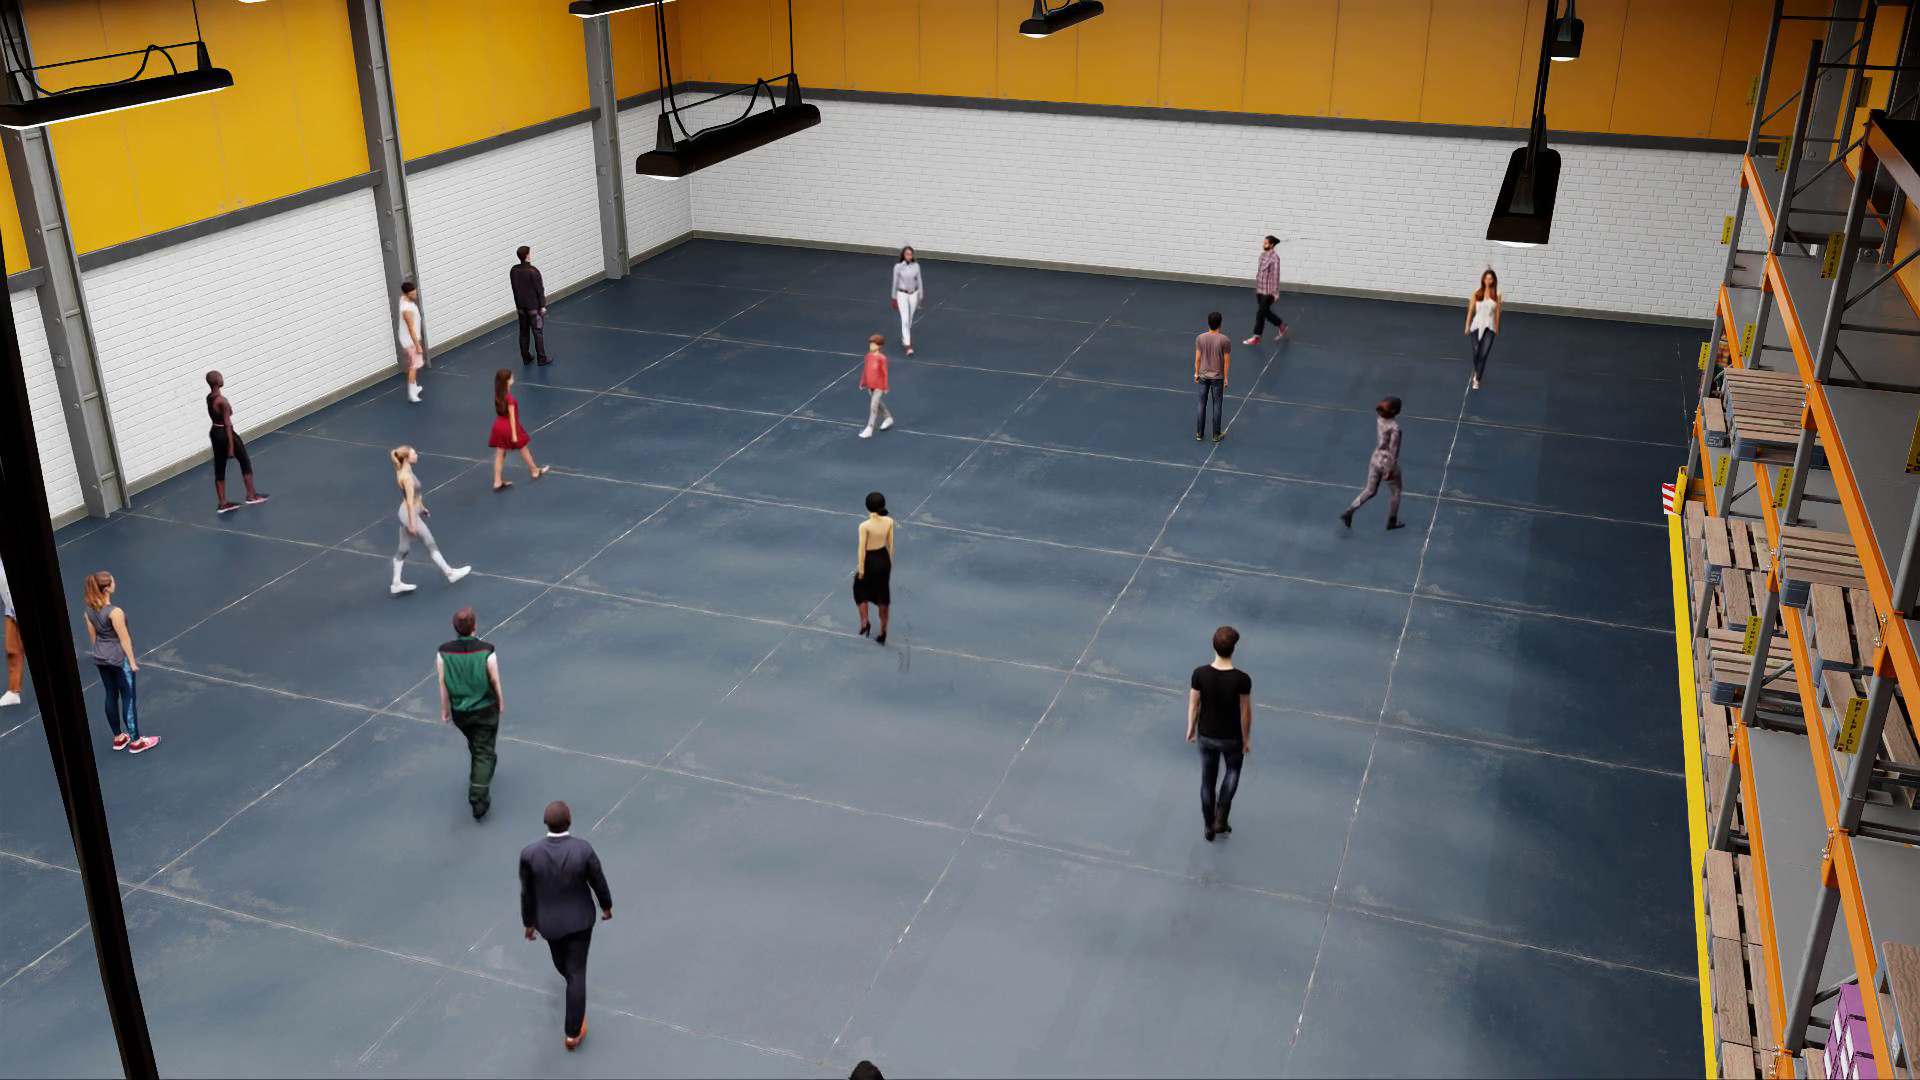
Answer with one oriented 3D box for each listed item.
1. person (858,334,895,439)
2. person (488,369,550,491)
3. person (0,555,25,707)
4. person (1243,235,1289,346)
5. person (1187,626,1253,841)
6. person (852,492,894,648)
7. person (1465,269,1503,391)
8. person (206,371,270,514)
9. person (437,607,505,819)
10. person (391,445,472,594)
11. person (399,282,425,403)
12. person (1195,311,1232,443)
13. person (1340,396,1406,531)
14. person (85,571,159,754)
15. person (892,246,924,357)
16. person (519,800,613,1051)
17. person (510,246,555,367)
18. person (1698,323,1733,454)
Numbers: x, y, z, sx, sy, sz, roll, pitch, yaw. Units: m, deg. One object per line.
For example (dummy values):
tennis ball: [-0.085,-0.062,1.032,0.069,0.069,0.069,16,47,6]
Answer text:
person: [-1.102,-2.122,22.658,1.014,1.386,0.789,-22,32,-40]
person: [-5.702,-1.352,20.740,0.795,1.510,1.088,19,30,37]
person: [-8.824,0.641,15.832,0.796,1.791,1.081,4,24,10]
person: [4.952,-3.976,26.449,1.145,1.745,1.134,-7,25,-15]
person: [2.090,1.623,13.460,0.696,1.890,0.657,8,25,17]
person: [-0.811,0.320,16.755,0.763,1.640,0.822,-14,27,-29]
person: [7.695,-3.108,24.473,0.621,1.739,1.075,9,25,20]
person: [-8.940,-1.161,20.015,0.686,1.742,0.910,13,27,27]
person: [-4.082,1.465,13.949,0.904,1.789,1.245,0,24,1]
person: [-5.991,-0.192,17.900,1.136,1.660,1.013,-14,27,-29]
person: [-7.945,-2.905,23.992,0.908,1.752,0.810,-16,28,-32]
person: [3.377,-2.201,22.349,0.616,1.778,0.531,9,25,20]
person: [4.871,-0.862,19.399,1.091,1.688,1.063,-9,25,-20]
person: [-7.576,1.086,14.899,0.561,1.722,0.529,9,25,20]
person: [-0.835,-3.765,26.070,1.078,1.664,1.242,-7,24,-15]
person: [-2.683,2.639,11.270,1.002,1.783,1.250,-1,24,-2]
person: [-6.598,-3.589,25.451,0.714,1.838,0.547,9,25,20]
person: [9.989,-2.019,21.898,0.682,1.807,0.639,9,25,20]
